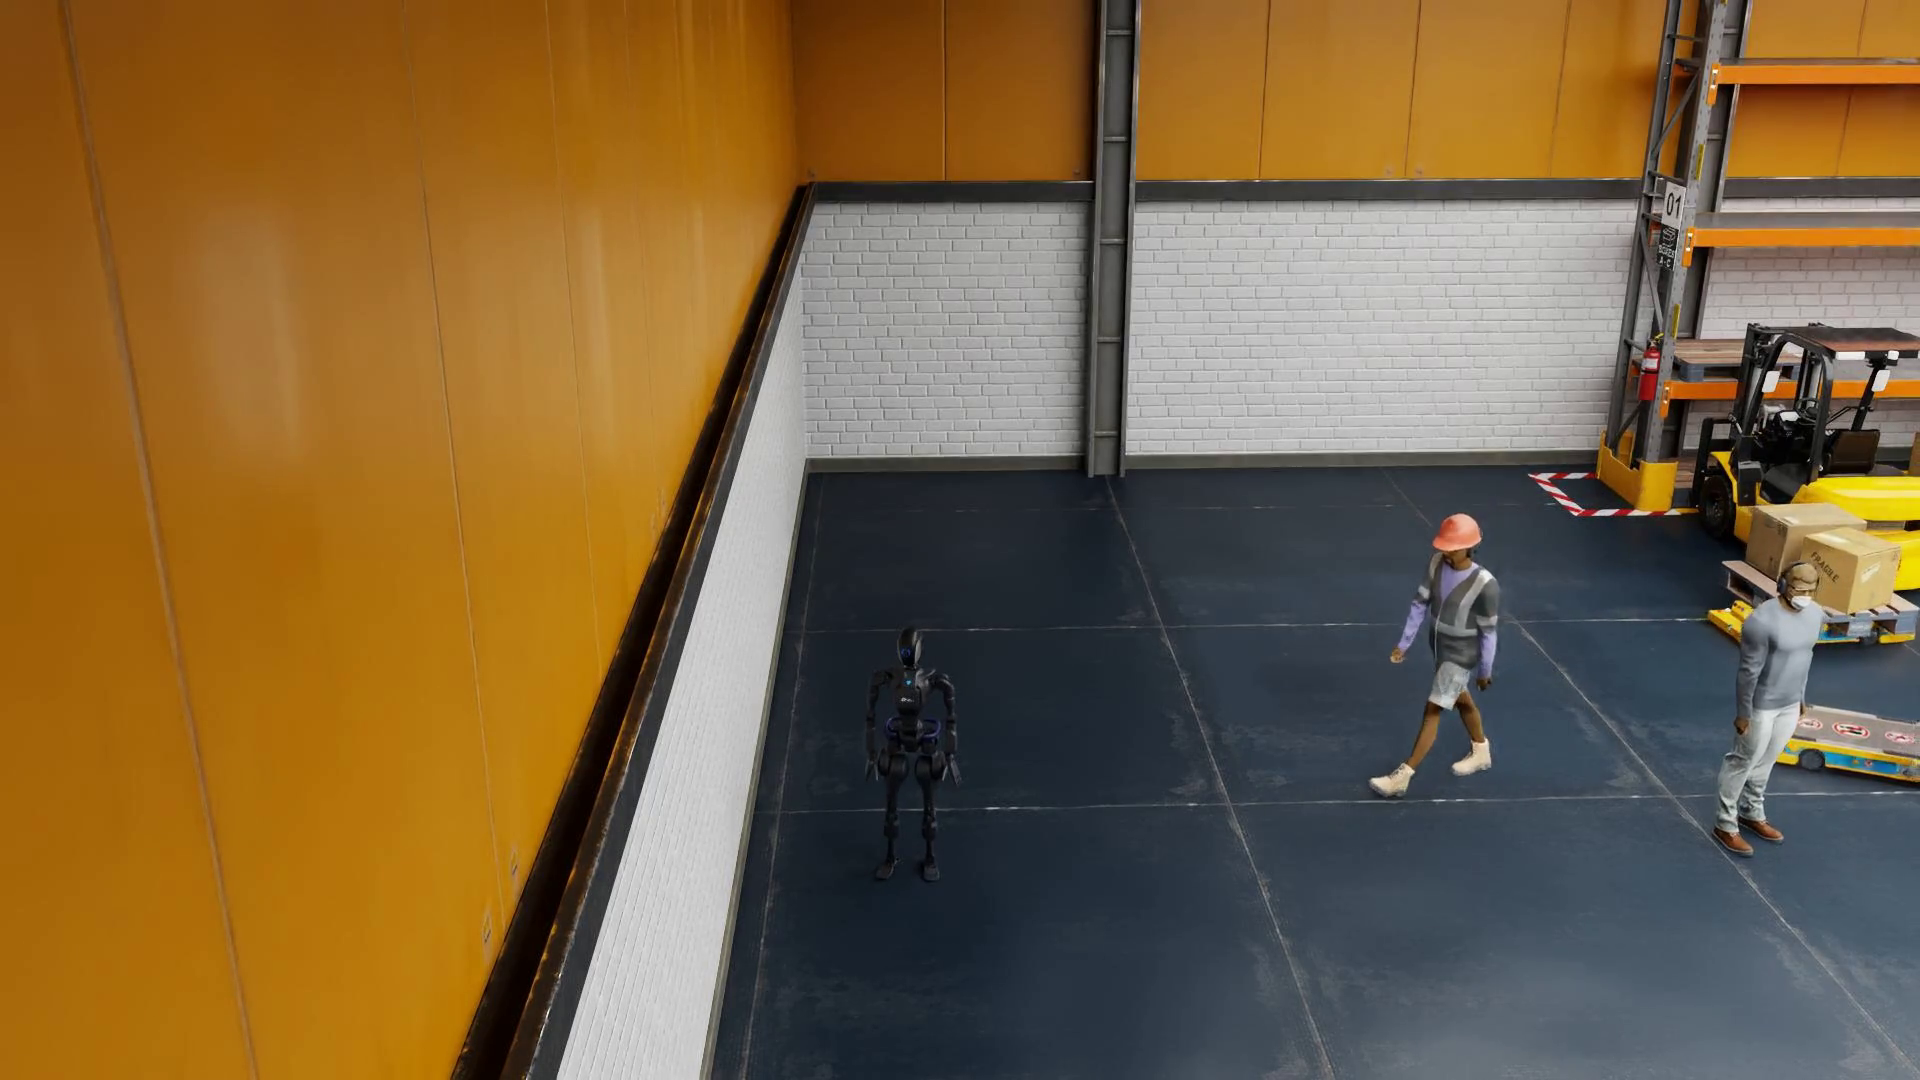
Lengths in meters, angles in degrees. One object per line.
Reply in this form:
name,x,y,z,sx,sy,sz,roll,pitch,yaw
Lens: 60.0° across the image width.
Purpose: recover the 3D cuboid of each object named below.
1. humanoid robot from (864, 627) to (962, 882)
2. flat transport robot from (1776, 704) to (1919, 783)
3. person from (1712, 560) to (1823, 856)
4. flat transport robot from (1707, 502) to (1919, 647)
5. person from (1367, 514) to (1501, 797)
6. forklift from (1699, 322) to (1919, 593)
humanoid robot,-0.283,1.289,10.006,0.599,1.657,0.315,2,20,6
flat transport robot,6.315,1.440,11.649,1.431,0.231,0.659,9,22,22
person,5.062,1.022,10.378,0.627,1.936,0.374,-10,23,-26
flat transport robot,7.029,0.665,13.750,1.431,0.231,0.659,-3,20,-7
person,3.251,0.746,11.076,1.089,1.975,0.603,-8,22,-20
forklift,7.809,-0.792,14.926,1.214,2.155,2.313,-1,20,-2
